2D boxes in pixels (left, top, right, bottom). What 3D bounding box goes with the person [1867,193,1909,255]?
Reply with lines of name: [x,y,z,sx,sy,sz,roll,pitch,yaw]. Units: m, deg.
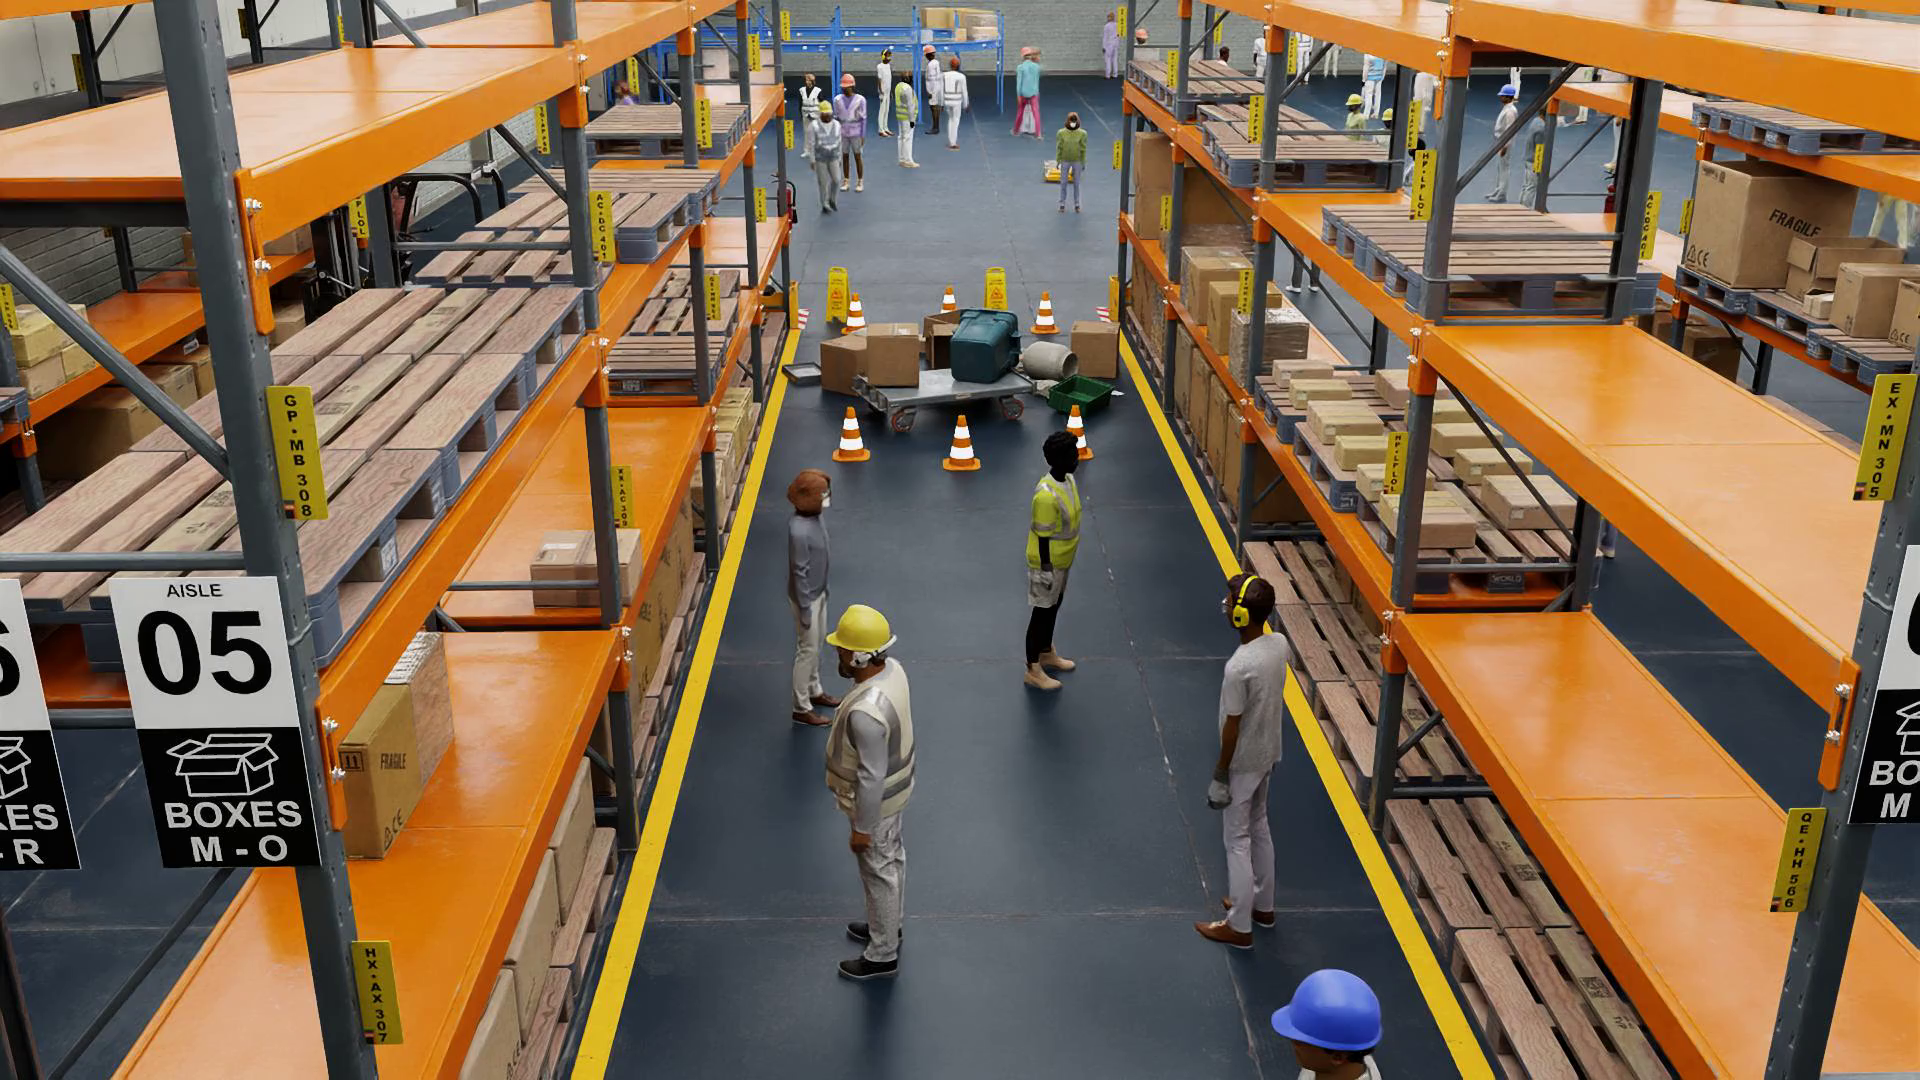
person: [13.462,-4.995,23.897,0.572,1.802,0.967,2,21,5]

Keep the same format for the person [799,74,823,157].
person: [-2.990,-8.525,33.443,0.514,1.641,0.315,7,22,19]

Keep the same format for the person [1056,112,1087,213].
person: [1.825,-6.197,27.313,0.501,1.629,0.289,2,21,6]

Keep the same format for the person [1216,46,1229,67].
person: [5.737,-9.928,36.785,0.399,1.909,0.599,-5,21,-14]

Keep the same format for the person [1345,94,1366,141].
person: [6.748,-6.764,28.616,0.322,1.765,0.533,-6,22,-16]

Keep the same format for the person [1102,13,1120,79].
person: [4.439,-14.576,49.089,0.636,1.900,0.401,-18,27,-40]

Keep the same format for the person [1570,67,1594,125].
person: [14.504,-10.495,38.674,0.511,1.622,0.296,-16,26,-37]

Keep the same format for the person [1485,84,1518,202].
person: [9.272,-6.760,28.351,0.387,1.949,0.602,3,21,9]

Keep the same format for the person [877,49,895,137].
person: [-1.633,-9.827,36.577,0.329,1.865,0.512,8,22,21]

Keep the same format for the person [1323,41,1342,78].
person: [11.063,-14.613,49.398,0.565,1.740,0.356,0,21,1]

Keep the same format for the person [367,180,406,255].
person: [-7.108,-3.782,20.557,0.653,1.900,0.414,9,22,22]

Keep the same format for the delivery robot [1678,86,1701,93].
delivery robot: [19.625,-12.243,44.650,0.477,0.478,0.707,-3,21,-9]

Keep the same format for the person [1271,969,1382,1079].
person: [1.062,2.110,4.907,0.391,1.948,0.605,2,21,4]

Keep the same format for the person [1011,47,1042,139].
person: [1.473,-9.716,36.199,0.613,1.933,1.029,-11,23,-26]

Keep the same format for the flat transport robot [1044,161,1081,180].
flat transport robot: [1.912,-6.937,31.149,0.652,0.197,1.431,0,21,1]

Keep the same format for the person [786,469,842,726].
person: [-0.899,0.339,10.039,0.278,1.621,0.511,3,21,8]

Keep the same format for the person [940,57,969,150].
person: [-0.090,-9.053,34.527,0.607,1.862,0.585,12,24,29]

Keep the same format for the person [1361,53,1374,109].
person: [10.309,-11.817,41.716,0.386,1.948,0.605,-3,21,-8]

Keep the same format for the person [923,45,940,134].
person: [-0.640,-10.003,36.953,0.381,1.923,0.552,3,21,9]

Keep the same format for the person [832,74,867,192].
person: [-1.956,-7.147,29.261,0.648,2.038,0.405,6,22,15]

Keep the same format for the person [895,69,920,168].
person: [-1.019,-8.153,32.182,0.429,1.843,0.633,-9,23,-23]

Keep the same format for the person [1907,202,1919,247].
person: [14.276,-5.201,24.527,0.485,1.738,0.320,1,21,3]

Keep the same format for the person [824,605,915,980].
person: [-0.413,1.150,7.601,0.404,1.834,0.592,3,21,7]

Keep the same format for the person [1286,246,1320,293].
person: [4.483,-4.164,21.519,0.594,1.924,0.383,-5,21,-12]

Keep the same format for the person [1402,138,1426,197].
person: [6.448,-4.874,23.711,0.318,1.699,0.533,3,21,7]

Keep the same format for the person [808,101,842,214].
person: [-2.182,-6.239,27.152,0.605,1.814,0.434,-8,22,-20]

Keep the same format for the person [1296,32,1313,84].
person: [9.830,-14.024,47.641,0.572,1.883,0.354,-7,22,-17]

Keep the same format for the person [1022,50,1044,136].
person: [1.612,-9.873,36.755,0.496,1.827,0.618,-4,21,-9]

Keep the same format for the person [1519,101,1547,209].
person: [9.077,-5.937,26.210,0.379,1.931,0.625,2,21,6]

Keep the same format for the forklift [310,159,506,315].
forklift: [-5.622,-2.910,17.832,2.313,2.155,1.214,-1,21,-1]

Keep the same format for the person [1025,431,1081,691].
person: [0.592,0.118,10.534,0.322,1.691,0.533,7,22,19]

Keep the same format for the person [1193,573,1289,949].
person: [1.344,1.047,7.846,0.317,1.863,0.519,14,25,33]

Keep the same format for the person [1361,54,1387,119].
person: [9.838,-10.974,39.636,0.626,1.846,0.429,-9,22,-22]
